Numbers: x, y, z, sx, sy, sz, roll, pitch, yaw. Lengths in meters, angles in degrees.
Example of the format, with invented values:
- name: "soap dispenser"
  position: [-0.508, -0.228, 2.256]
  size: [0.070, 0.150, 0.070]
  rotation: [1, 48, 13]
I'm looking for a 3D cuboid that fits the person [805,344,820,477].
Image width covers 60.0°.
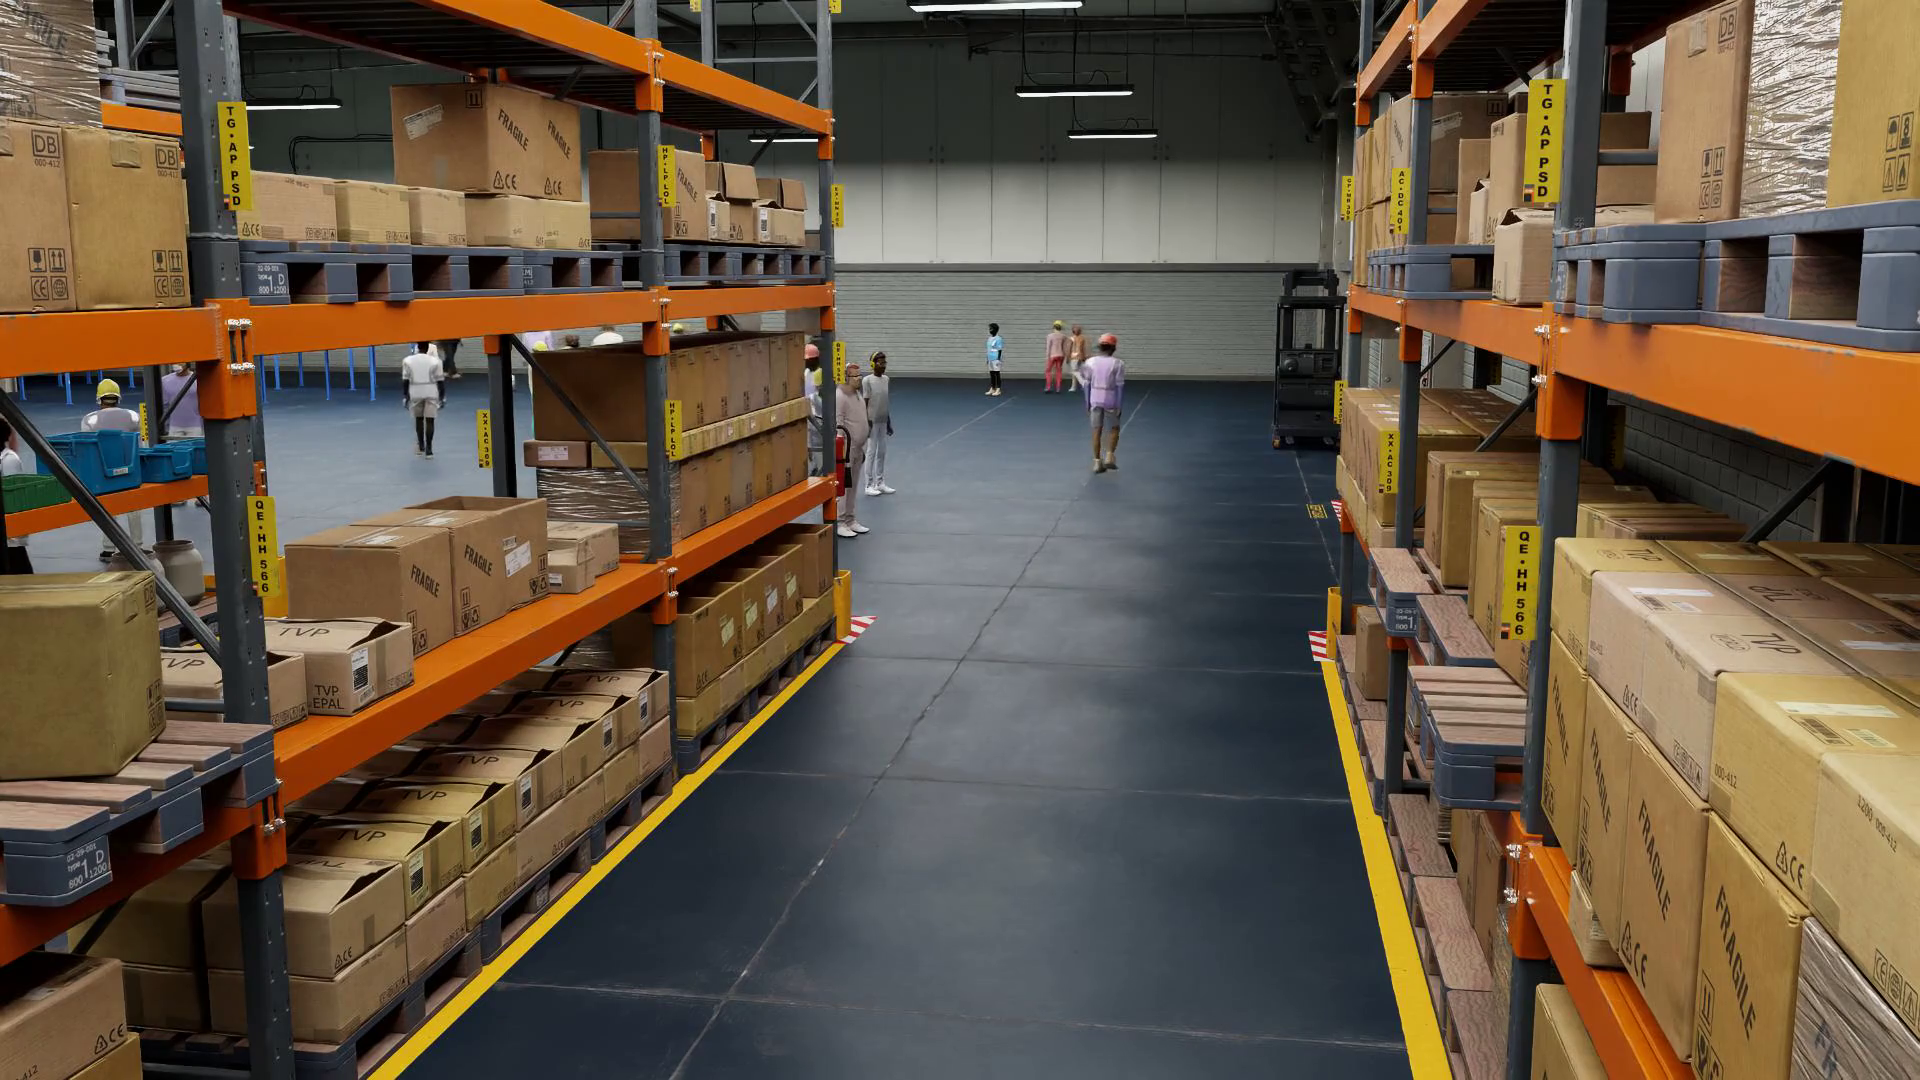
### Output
- name: "person"
  position: [-1.968, -1.757, 23.055]
  size: [0.595, 1.917, 0.543]
  rotation: [-8, 12, -42]

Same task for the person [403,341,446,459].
- name: "person"
  position: [-8.396, -2.271, 26.139]
  size: [0.634, 1.932, 0.778]
  rotation: [-1, 9, -7]

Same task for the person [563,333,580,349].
- name: "person"
  position: [-6.757, -2.698, 29.081]
  size: [0.430, 1.843, 0.640]
  rotation: [-6, 11, -33]

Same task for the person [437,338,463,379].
- name: "person"
  position: [-13.991, -5.428, 45.428]
  size: [0.989, 2.000, 0.674]
  rotation: [5, 11, 30]

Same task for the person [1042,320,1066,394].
- name: "person"
  position: [2.245, -4.369, 39.712]
  size: [0.539, 1.748, 0.590]
  rotation: [-4, 10, -26]

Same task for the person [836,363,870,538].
- name: "person"
  position: [-1.205, -1.003, 18.413]
  size: [0.399, 1.909, 0.642]
  rotation: [3, 10, 20]

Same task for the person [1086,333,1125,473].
- name: "person"
  position: [2.102, -1.990, 24.159]
  size: [0.628, 2.026, 0.490]
  rotation: [4, 10, 23]

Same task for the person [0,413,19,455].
- name: "person"
  position: [-10.377, -0.882, 17.726]
  size: [0.564, 1.890, 0.649]
  rotation: [9, 13, 42]

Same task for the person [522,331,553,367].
- name: "person"
  position: [-9.620, -4.151, 37.903]
  size: [0.673, 1.886, 0.545]
  rotation: [0, 9, -3]

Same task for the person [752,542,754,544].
- name: "person"
  position: [-1.975, -0.525, 16.295]
  size: [0.313, 1.637, 0.513]
  rotation: [0, 9, 1]

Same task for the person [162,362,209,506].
- name: "person"
  position: [-9.637, -1.397, 20.747]
  size: [0.629, 1.940, 0.376]
  rotation: [0, 9, -1]

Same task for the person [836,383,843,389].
- name: "person"
  position: [-2.041, -2.291, 27.148]
  size: [0.536, 1.643, 0.867]
  rotation: [2, 9, 10]

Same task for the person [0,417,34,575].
- name: "person"
  position: [-8.139, -0.216, 14.194]
  size: [0.537, 1.698, 0.320]
  rotation: [8, 12, 40]

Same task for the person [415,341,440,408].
- name: "person"
  position: [-11.303, -3.604, 35.299]
  size: [0.498, 1.633, 0.285]
  rotation: [1, 9, 3]

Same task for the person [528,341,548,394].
- name: "person"
  position: [-6.879, -2.385, 27.371]
  size: [0.523, 1.769, 0.317]
  rotation: [7, 12, 38]

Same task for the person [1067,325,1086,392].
- name: "person"
  position: [2.838, -4.360, 40.019]
  size: [0.520, 1.618, 0.683]
  rotation: [-8, 12, -40]

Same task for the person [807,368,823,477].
- name: "person"
  position: [-1.525, -1.105, 19.403]
  size: [0.630, 1.796, 0.492]
  rotation: [0, 9, 0]

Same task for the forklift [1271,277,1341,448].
- name: "forklift"
  position: [5.847, -3.016, 27.970]
  size: [1.129, 2.768, 1.873]
  rotation: [1, 9, 9]

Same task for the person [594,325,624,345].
- name: "person"
  position: [-7.069, -3.484, 33.648]
  size: [0.671, 1.927, 0.434]
  rotation: [1, 9, 7]

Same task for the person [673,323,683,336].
- name: "person"
  position: [-6.285, -3.971, 37.179]
  size: [0.554, 1.747, 0.481]
  rotation: [-4, 10, -24]

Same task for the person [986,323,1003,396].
- name: "person"
  position: [0.790, -4.219, 38.903]
  size: [0.352, 1.691, 0.575]
  rotation: [-6, 11, -31]

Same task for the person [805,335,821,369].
- name: "person"
  position: [-2.677, -2.923, 30.053]
  size: [0.615, 1.964, 0.749]
  rotation: [-7, 12, -38]

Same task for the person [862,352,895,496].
- name: "person"
  position: [-1.066, -1.531, 21.795]
  size: [0.321, 1.867, 0.532]
  rotation: [7, 11, 36]

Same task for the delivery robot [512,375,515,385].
- name: "delivery robot"
  position: [-11.095, -3.910, 40.347]
  size: [0.477, 0.478, 0.707]
  rotation: [-7, 12, -38]

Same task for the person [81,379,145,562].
- name: "person"
  position: [-8.558, -0.711, 16.840]
  size: [0.591, 1.833, 0.403]
  rotation: [-9, 13, -43]
